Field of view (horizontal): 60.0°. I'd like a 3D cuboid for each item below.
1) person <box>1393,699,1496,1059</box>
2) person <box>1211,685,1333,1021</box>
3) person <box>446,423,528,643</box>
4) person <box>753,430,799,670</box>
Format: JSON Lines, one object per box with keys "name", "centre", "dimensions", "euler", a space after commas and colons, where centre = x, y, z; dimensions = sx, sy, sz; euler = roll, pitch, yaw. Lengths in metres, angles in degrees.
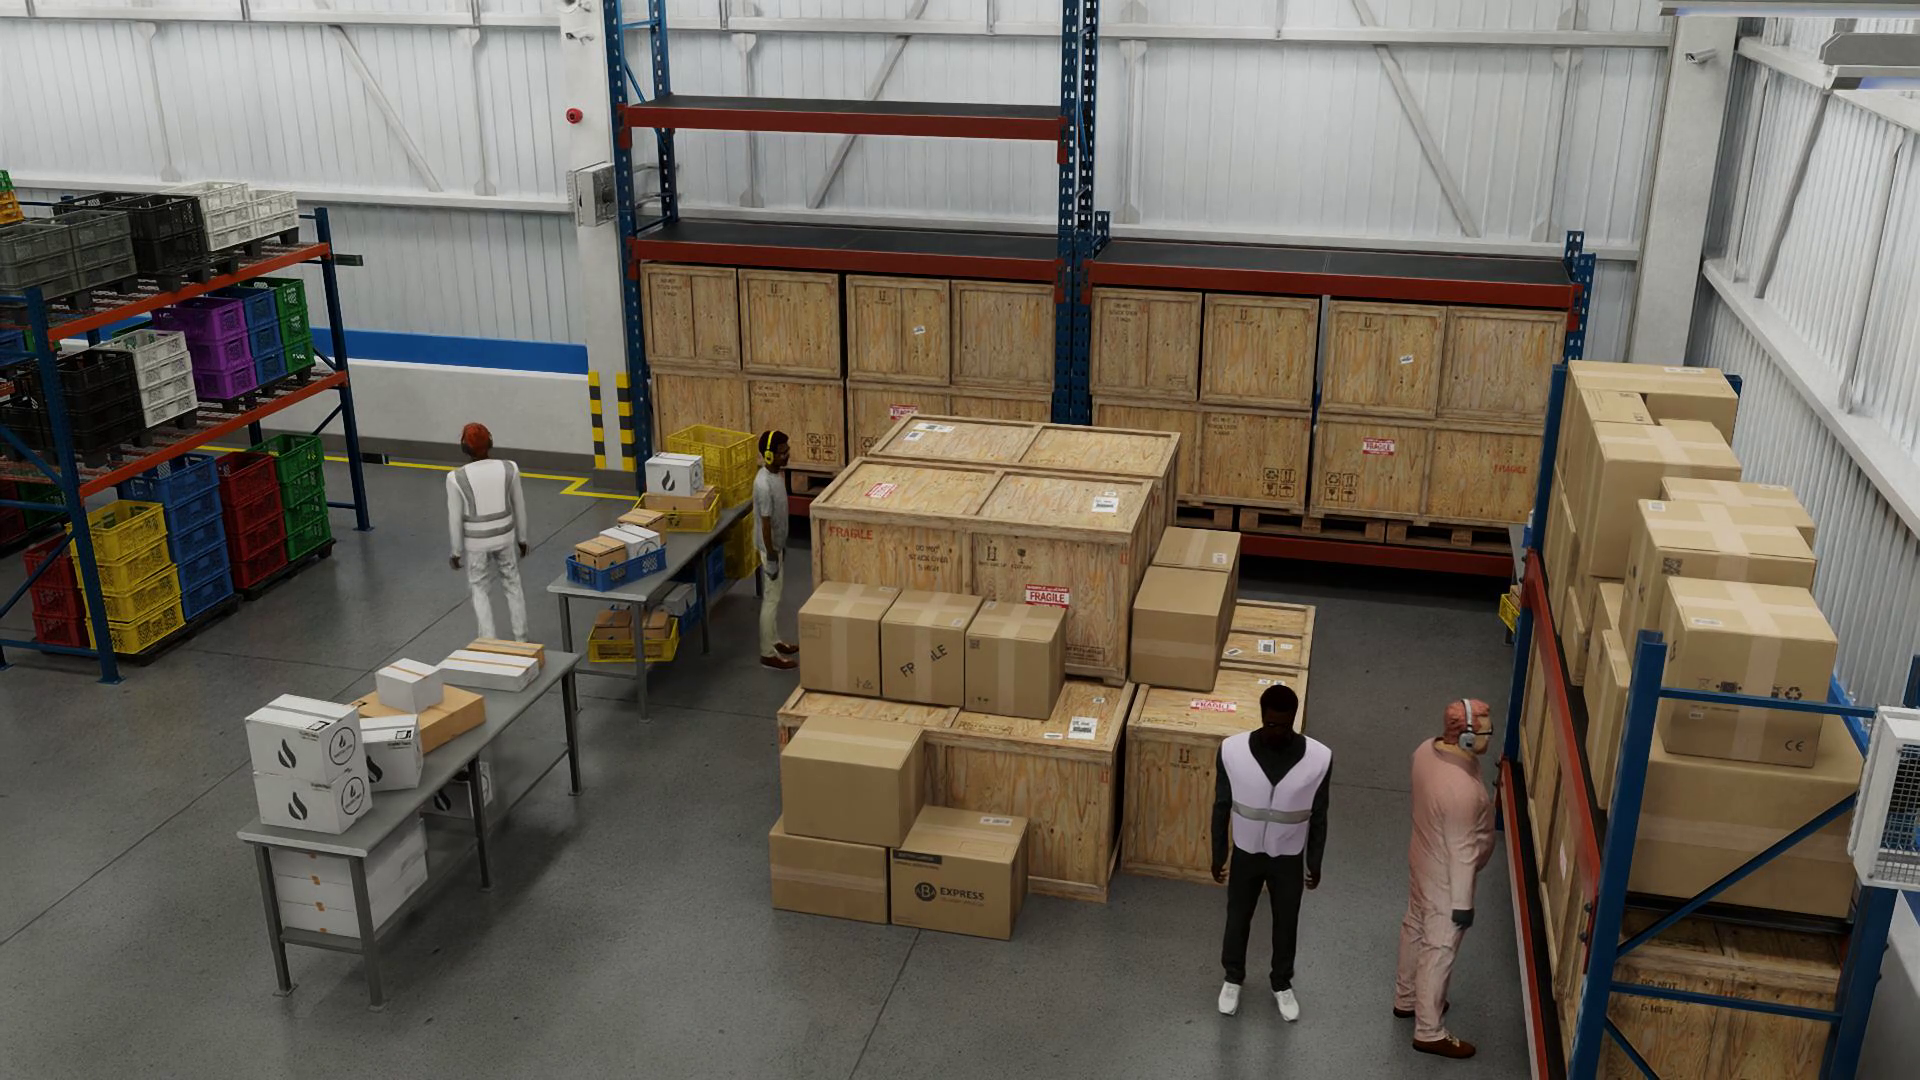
{"name": "person", "centre": [2.460, 1.670, 8.362], "dimensions": [0.403, 1.910, 0.637], "euler": [-1, 21, -2]}
{"name": "person", "centre": [1.583, 1.592, 8.567], "dimensions": [0.584, 1.910, 0.383], "euler": [3, 21, 9]}
{"name": "person", "centre": [-3.597, 0.017, 12.725], "dimensions": [0.583, 1.884, 0.338], "euler": [-14, 25, -32]}
{"name": "person", "centre": [-1.406, 0.061, 12.628], "dimensions": [0.310, 1.868, 0.534], "euler": [0, 21, 0]}
